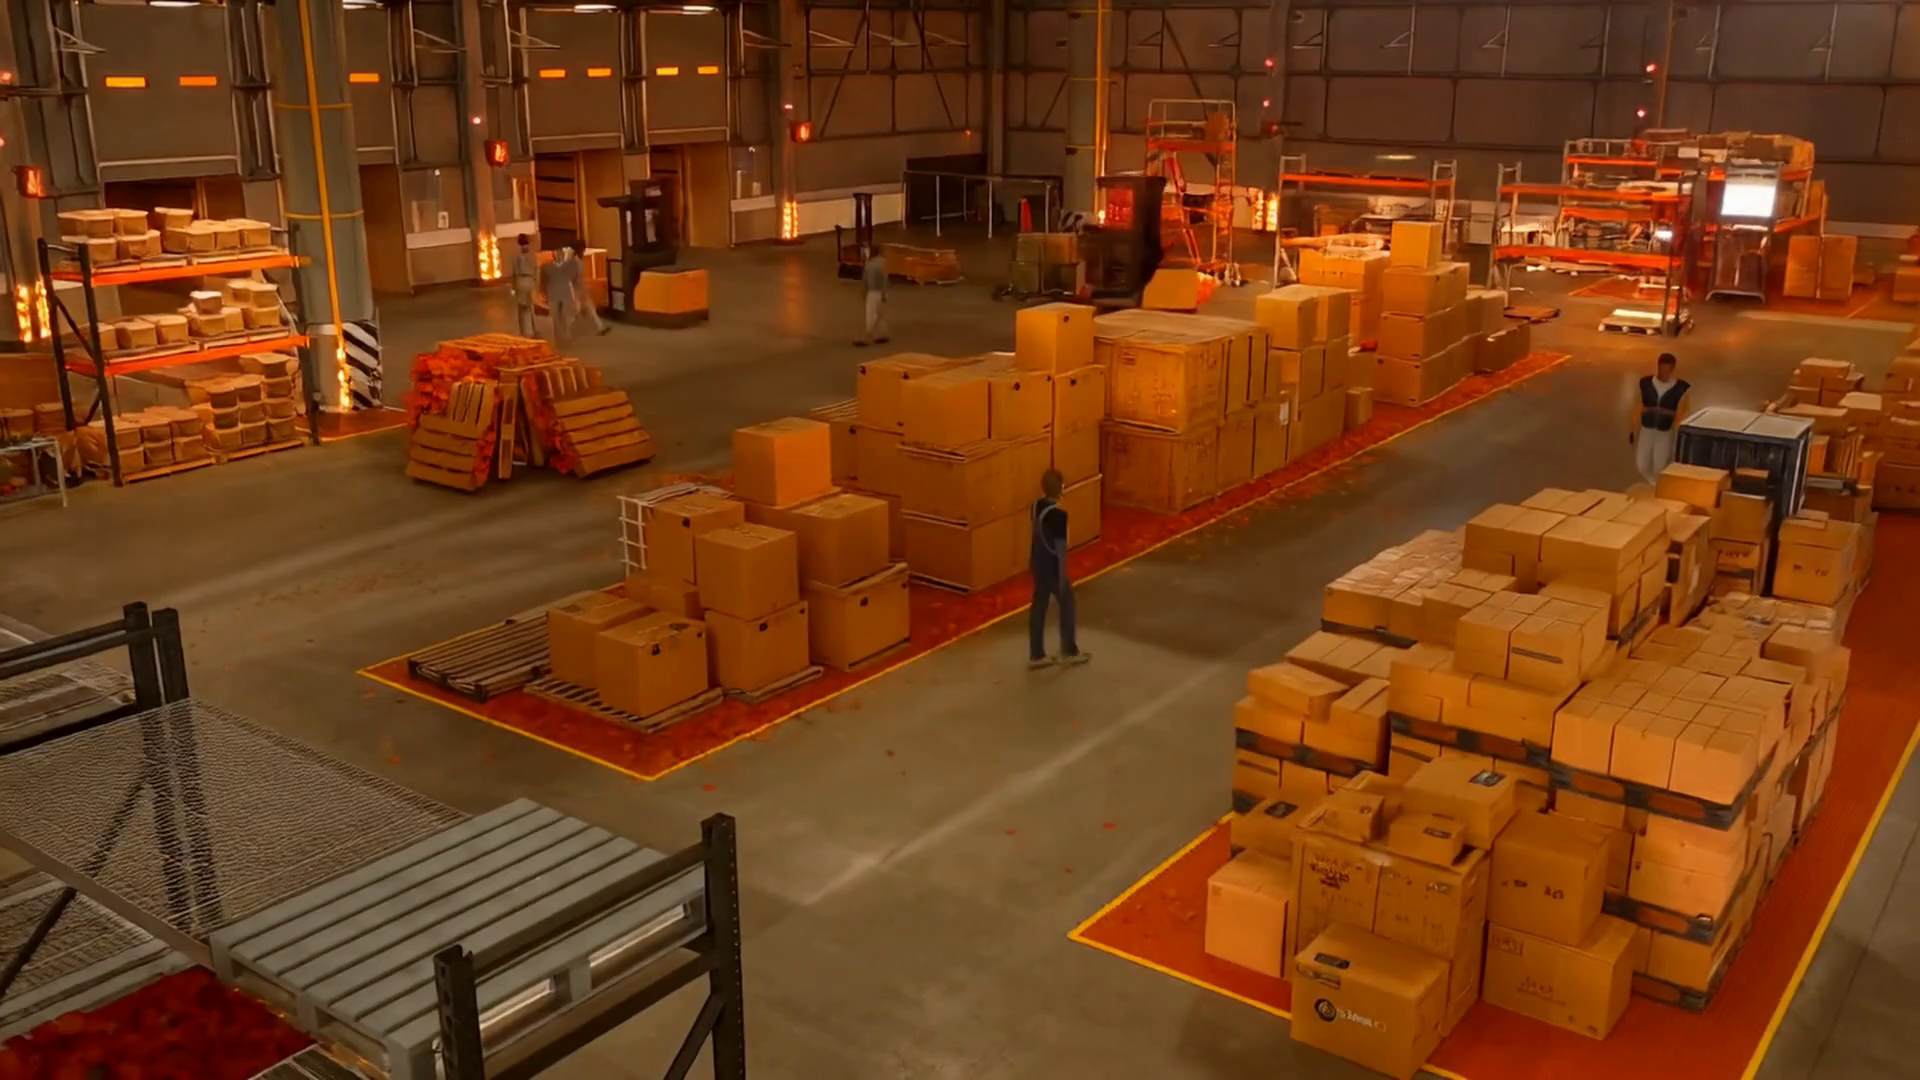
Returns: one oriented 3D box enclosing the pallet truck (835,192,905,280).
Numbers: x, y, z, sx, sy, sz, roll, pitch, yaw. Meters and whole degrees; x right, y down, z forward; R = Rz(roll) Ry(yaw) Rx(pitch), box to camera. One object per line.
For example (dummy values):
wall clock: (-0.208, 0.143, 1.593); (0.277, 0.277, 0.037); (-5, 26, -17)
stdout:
pallet truck: (-1.936, -7.159, 38.982); (1.885, 1.965, 0.823); (-12, 21, -34)

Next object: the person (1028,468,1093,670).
person: (0.889, 0.247, 14.738); (0.682, 1.828, 0.547); (-11, 20, -33)

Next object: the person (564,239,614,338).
person: (-7.054, -4.720, 31.201); (0.999, 1.827, 0.568); (-13, 21, -38)

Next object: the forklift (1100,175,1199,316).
forklift: (3.787, -5.754, 32.828); (1.873, 2.768, 1.129); (3, 17, 10)

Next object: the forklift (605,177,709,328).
forklift: (-5.963, -5.667, 32.540); (1.873, 2.768, 1.129); (12, 21, 35)

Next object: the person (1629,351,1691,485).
person: (8.312, -1.316, 19.789); (0.605, 1.906, 0.624); (11, 20, 33)

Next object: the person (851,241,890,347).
person: (-1.668, -4.471, 30.260); (0.958, 1.898, 0.656); (-8, 19, -26)

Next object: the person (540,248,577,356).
person: (-7.078, -4.220, 29.447); (0.640, 1.883, 1.029); (-5, 17, -15)

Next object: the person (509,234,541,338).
person: (-8.123, -4.760, 31.156); (0.554, 1.933, 0.378); (-13, 21, -37)
